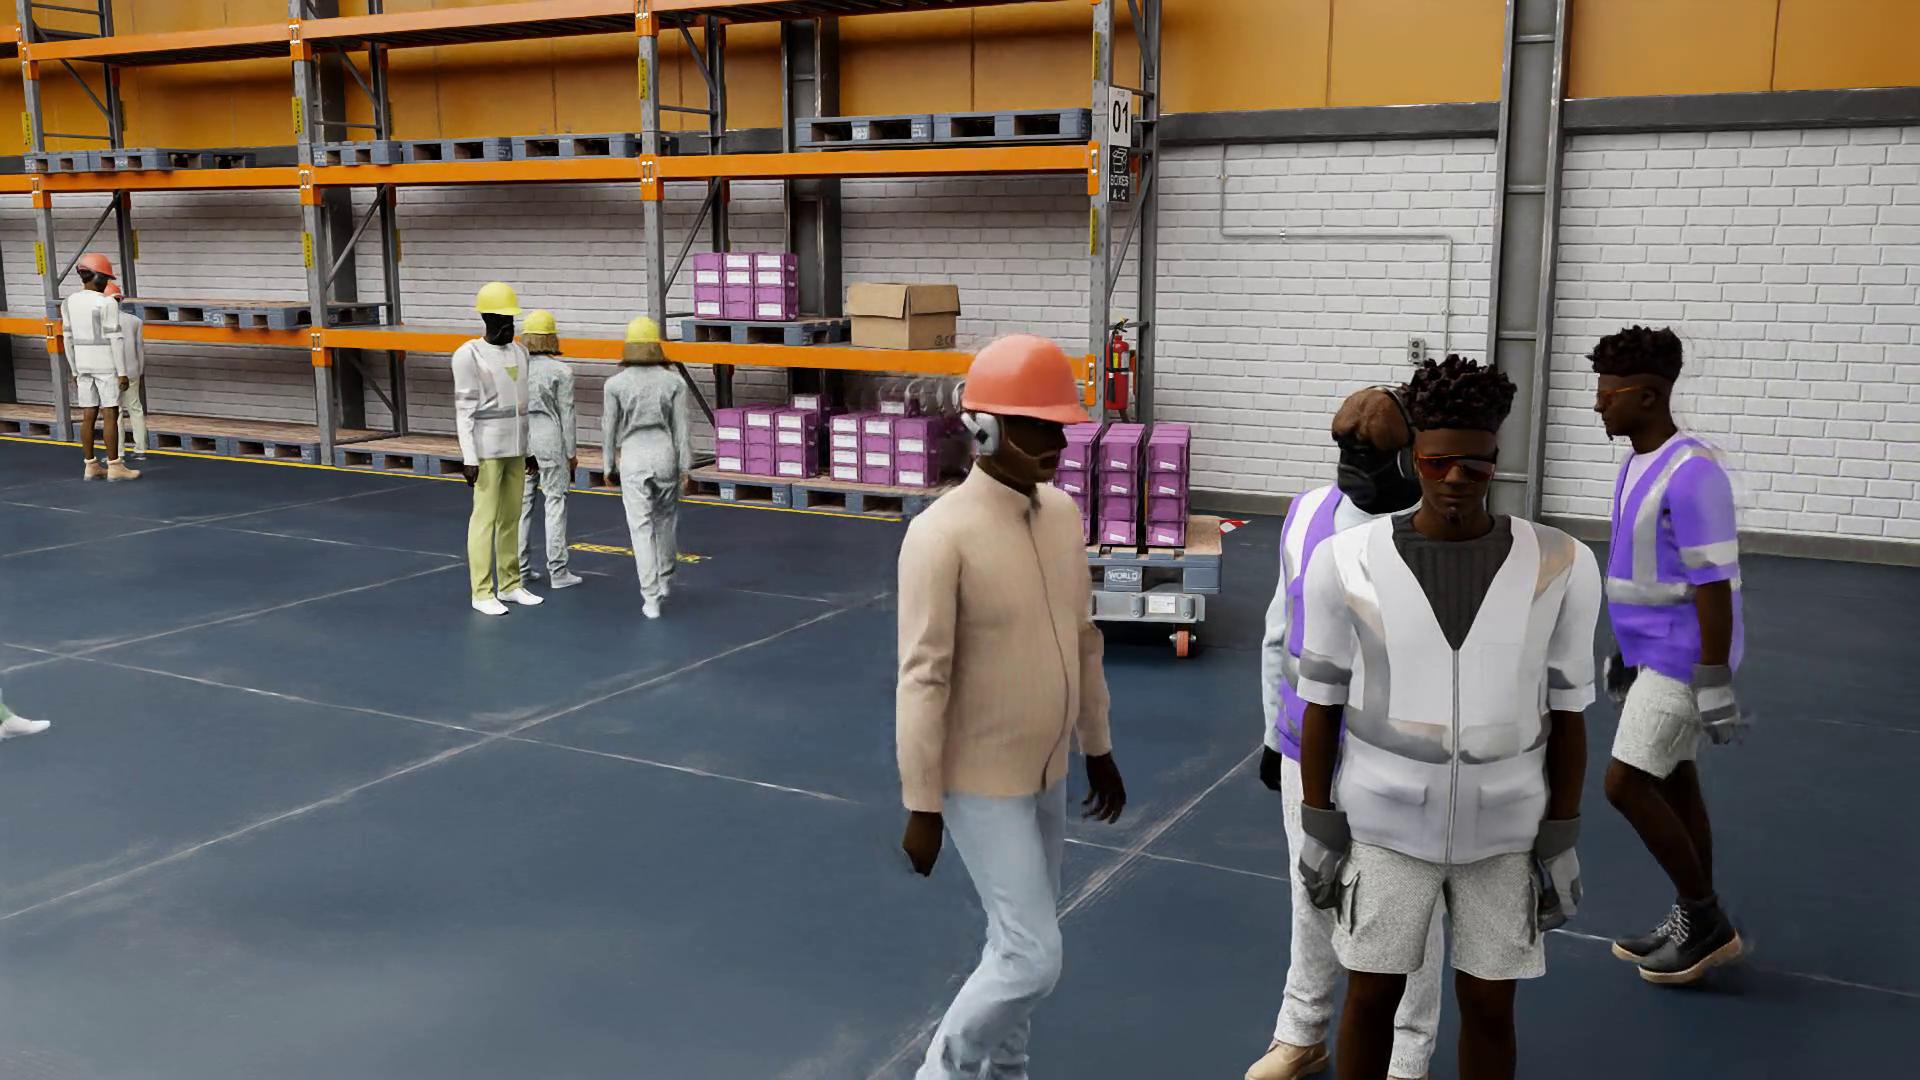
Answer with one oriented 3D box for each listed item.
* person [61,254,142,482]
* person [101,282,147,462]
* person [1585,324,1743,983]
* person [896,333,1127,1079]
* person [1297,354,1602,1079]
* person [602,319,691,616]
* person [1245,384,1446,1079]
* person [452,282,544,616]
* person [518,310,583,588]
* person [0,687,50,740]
[{"bbox_3d":[-7.711,-1.541,14.942,0.615,2.030,0.401,4,11,19],"label":"person"},{"bbox_3d":[-8.209,-1.630,16.200,0.331,1.750,0.559,5,12,28],"label":"person"},{"bbox_3d":[2.068,0.341,4.900,0.521,1.932,0.615,2,11,12],"label":"person"},{"bbox_3d":[0.131,0.523,3.791,0.436,1.976,0.622,6,12,31],"label":"person"},{"bbox_3d":[1.003,0.588,3.495,0.599,1.958,0.378,2,10,10],"label":"person"},{"bbox_3d":[-1.858,-0.443,9.821,0.493,1.699,0.858,-4,11,-20],"label":"person"},{"bbox_3d":[1.005,0.535,4.104,0.619,1.839,0.430,9,13,39],"label":"person"},{"bbox_3d":[-2.674,-0.534,9.713,0.382,1.924,0.594,5,11,25],"label":"person"},{"bbox_3d":[-2.622,-0.567,10.446,0.482,1.737,0.349,3,11,17],"label":"person"},{"bbox_3d":[-4.253,-0.014,7.077,0.527,1.852,0.581,-8,13,-38],"label":"person"}]
